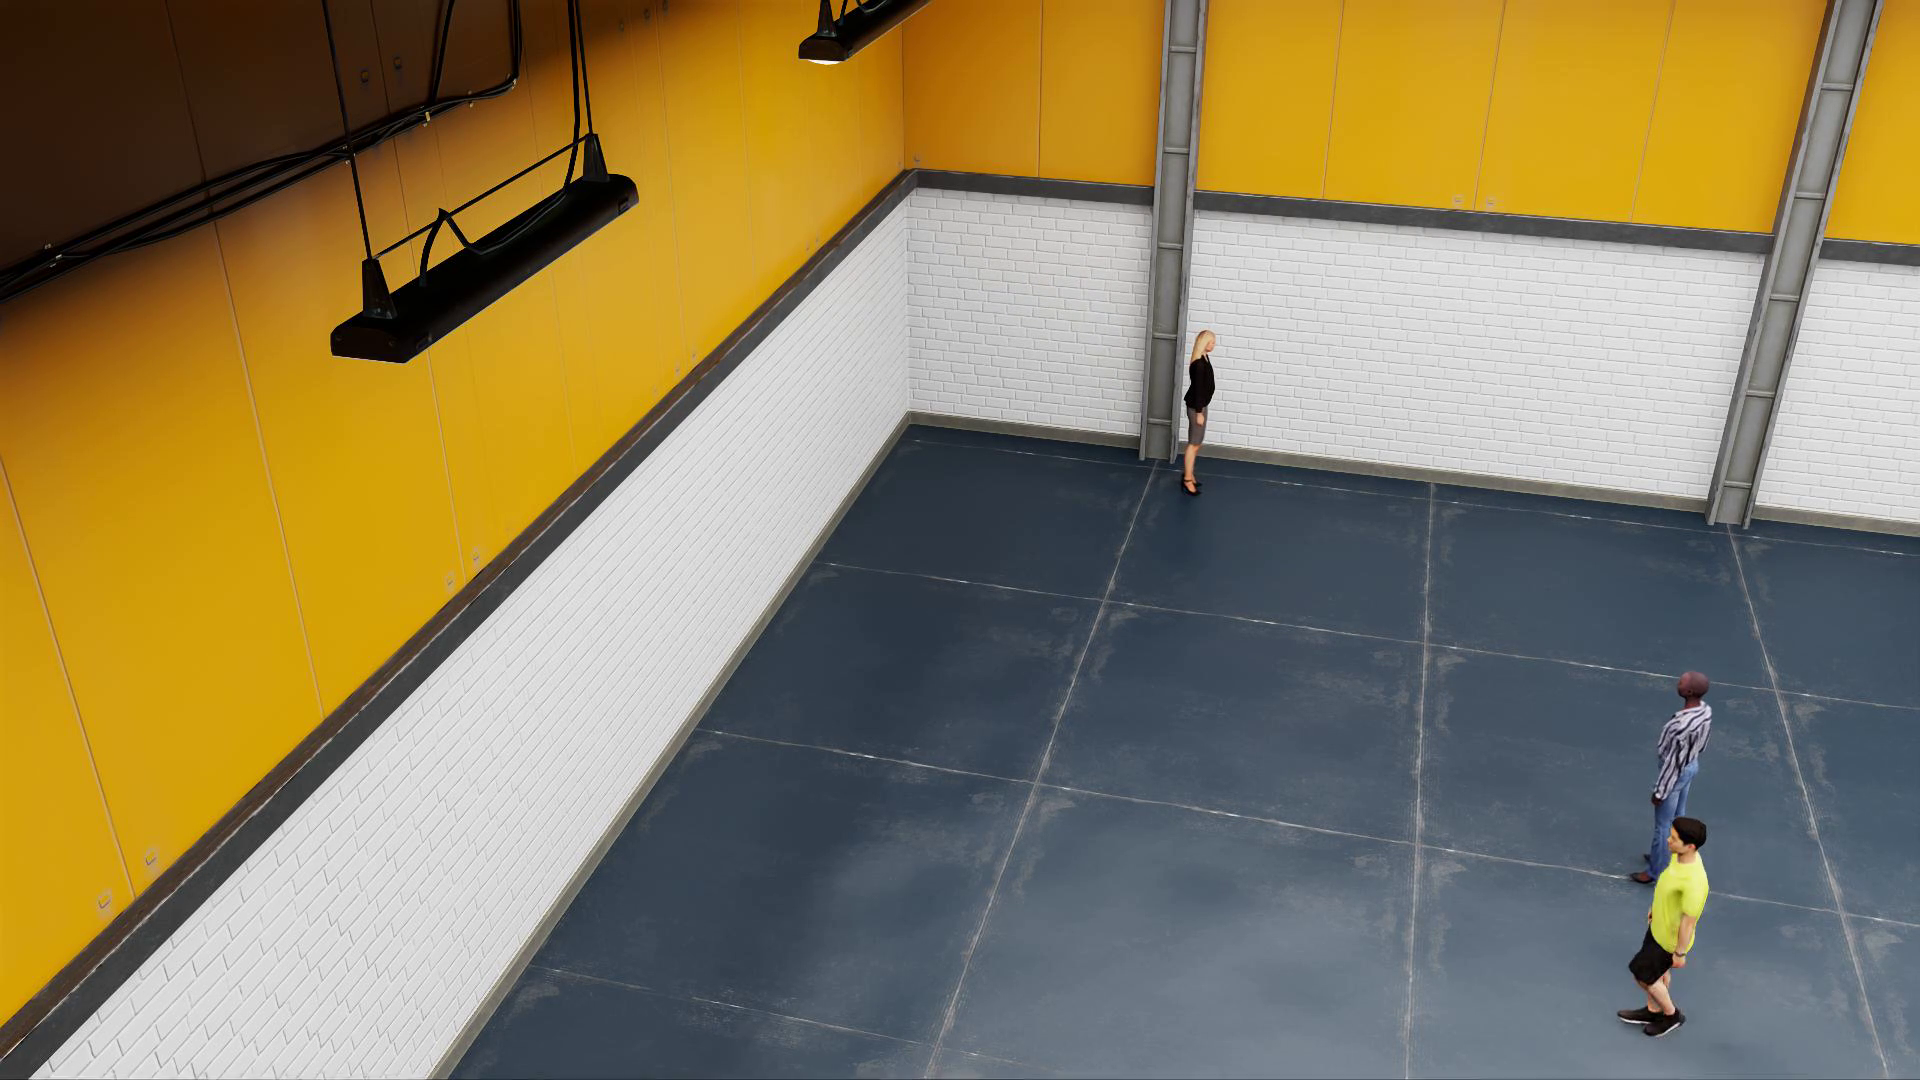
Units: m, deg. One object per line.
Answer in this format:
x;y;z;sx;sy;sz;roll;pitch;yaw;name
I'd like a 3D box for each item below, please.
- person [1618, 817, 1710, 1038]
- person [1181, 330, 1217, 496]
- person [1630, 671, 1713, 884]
4.648;2.525;10.708;0.673;1.654;0.661;5;29;9;person
2.506;-1.356;17.628;0.540;1.840;0.607;6;29;11;person
5.180;1.722;12.033;0.707;1.794;0.715;24;36;36;person
